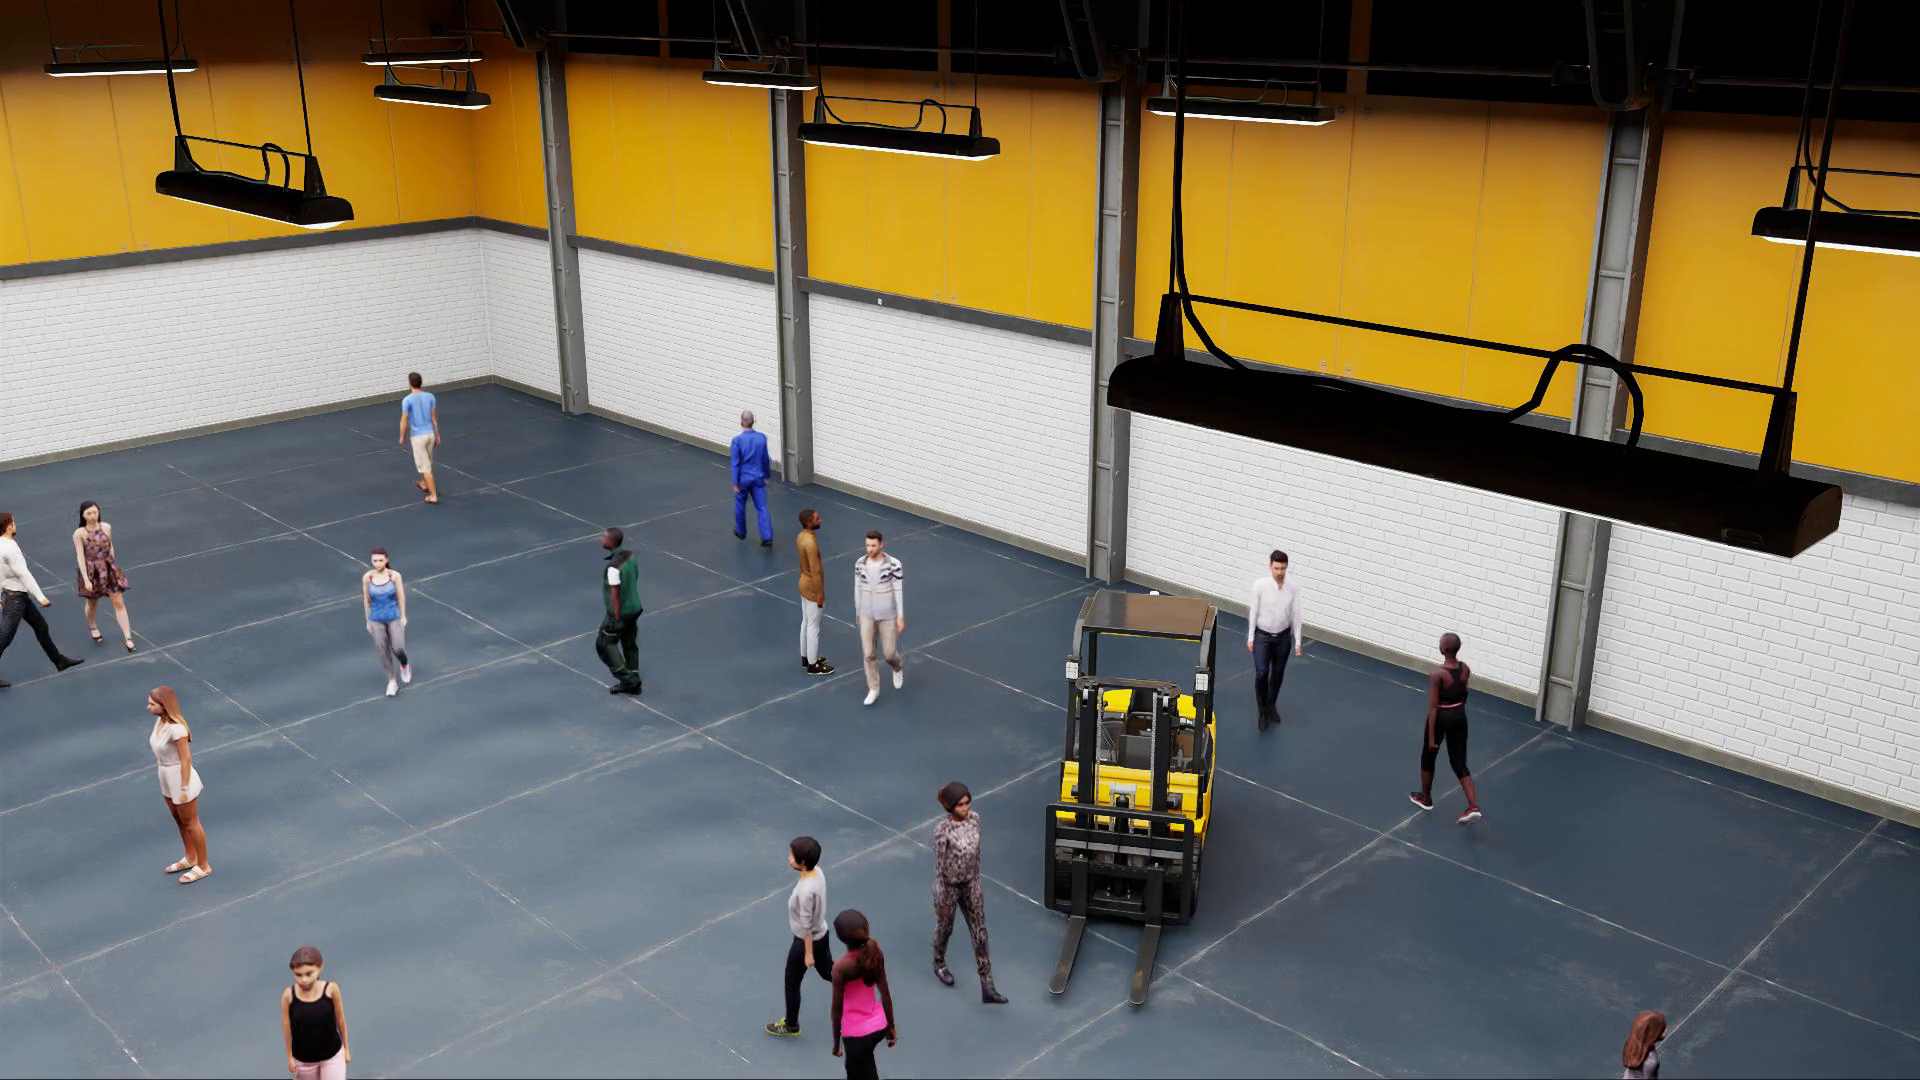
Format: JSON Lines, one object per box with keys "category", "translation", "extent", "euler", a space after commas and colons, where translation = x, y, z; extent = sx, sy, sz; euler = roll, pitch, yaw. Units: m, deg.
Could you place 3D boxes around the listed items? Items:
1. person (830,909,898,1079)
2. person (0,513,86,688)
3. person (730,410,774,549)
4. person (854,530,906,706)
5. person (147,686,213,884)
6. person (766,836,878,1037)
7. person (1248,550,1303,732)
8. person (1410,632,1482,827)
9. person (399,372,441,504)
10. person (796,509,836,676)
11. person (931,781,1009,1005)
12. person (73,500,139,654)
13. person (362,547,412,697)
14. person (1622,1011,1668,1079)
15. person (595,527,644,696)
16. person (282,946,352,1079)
{"category": "person", "translation": [-0.539, 3.118, 10.322], "extent": [0.590, 1.687, 1.073], "euler": [-16, 24, -39]}
{"category": "person", "translation": [-9.960, 0.681, 17.361], "extent": [0.869, 1.814, 1.224], "euler": [-14, 23, -35]}
{"category": "person", "translation": [-2.679, -0.744, 21.639], "extent": [0.964, 1.784, 1.283], "euler": [-10, 21, -28]}
{"category": "person", "translation": [-0.804, 0.753, 17.111], "extent": [0.965, 1.835, 0.982], "euler": [6, 19, 17]}
{"category": "person", "translation": [-6.428, 1.981, 13.682], "extent": [0.478, 1.697, 0.622], "euler": [17, 25, 41]}
{"category": "person", "translation": [-0.959, 2.778, 11.584], "extent": [1.064, 1.527, 0.938], "euler": [2, 19, 7]}
{"category": "person", "translation": [3.096, 0.923, 16.584], "extent": [0.886, 1.851, 0.949], "euler": [-2, 19, -6]}
{"category": "person", "translation": [4.313, 1.679, 14.528], "extent": [0.923, 1.730, 1.200], "euler": [-8, 20, -22]}
{"category": "person", "translation": [-7.572, -1.426, 23.596], "extent": [1.106, 1.828, 0.718], "euler": [13, 23, 35]}
{"category": "person", "translation": [-1.591, 0.536, 17.787], "extent": [0.767, 1.816, 0.626], "euler": [-7, 20, -20]}
{"category": "person", "translation": [-0.072, 2.515, 12.120], "extent": [0.754, 1.682, 1.084], "euler": [-12, 22, -31]}
{"category": "person", "translation": [-9.514, 0.414, 18.313], "extent": [1.177, 1.712, 0.679], "euler": [15, 24, 38]}
{"category": "person", "translation": [-5.958, 0.815, 17.299], "extent": [0.742, 1.600, 0.809], "euler": [-2, 19, -6]}
{"category": "person", "translation": [4.228, 3.410, 10.367], "extent": [0.576, 1.105, 0.534], "euler": [3, 19, 8]}
{"category": "person", "translation": [-3.398, 0.749, 17.136], "extent": [0.860, 1.828, 0.822], "euler": [5, 19, 15]}
{"category": "person", "translation": [-3.983, 3.186, 10.337], "extent": [0.791, 1.549, 0.983], "euler": [-5, 19, -16]}
